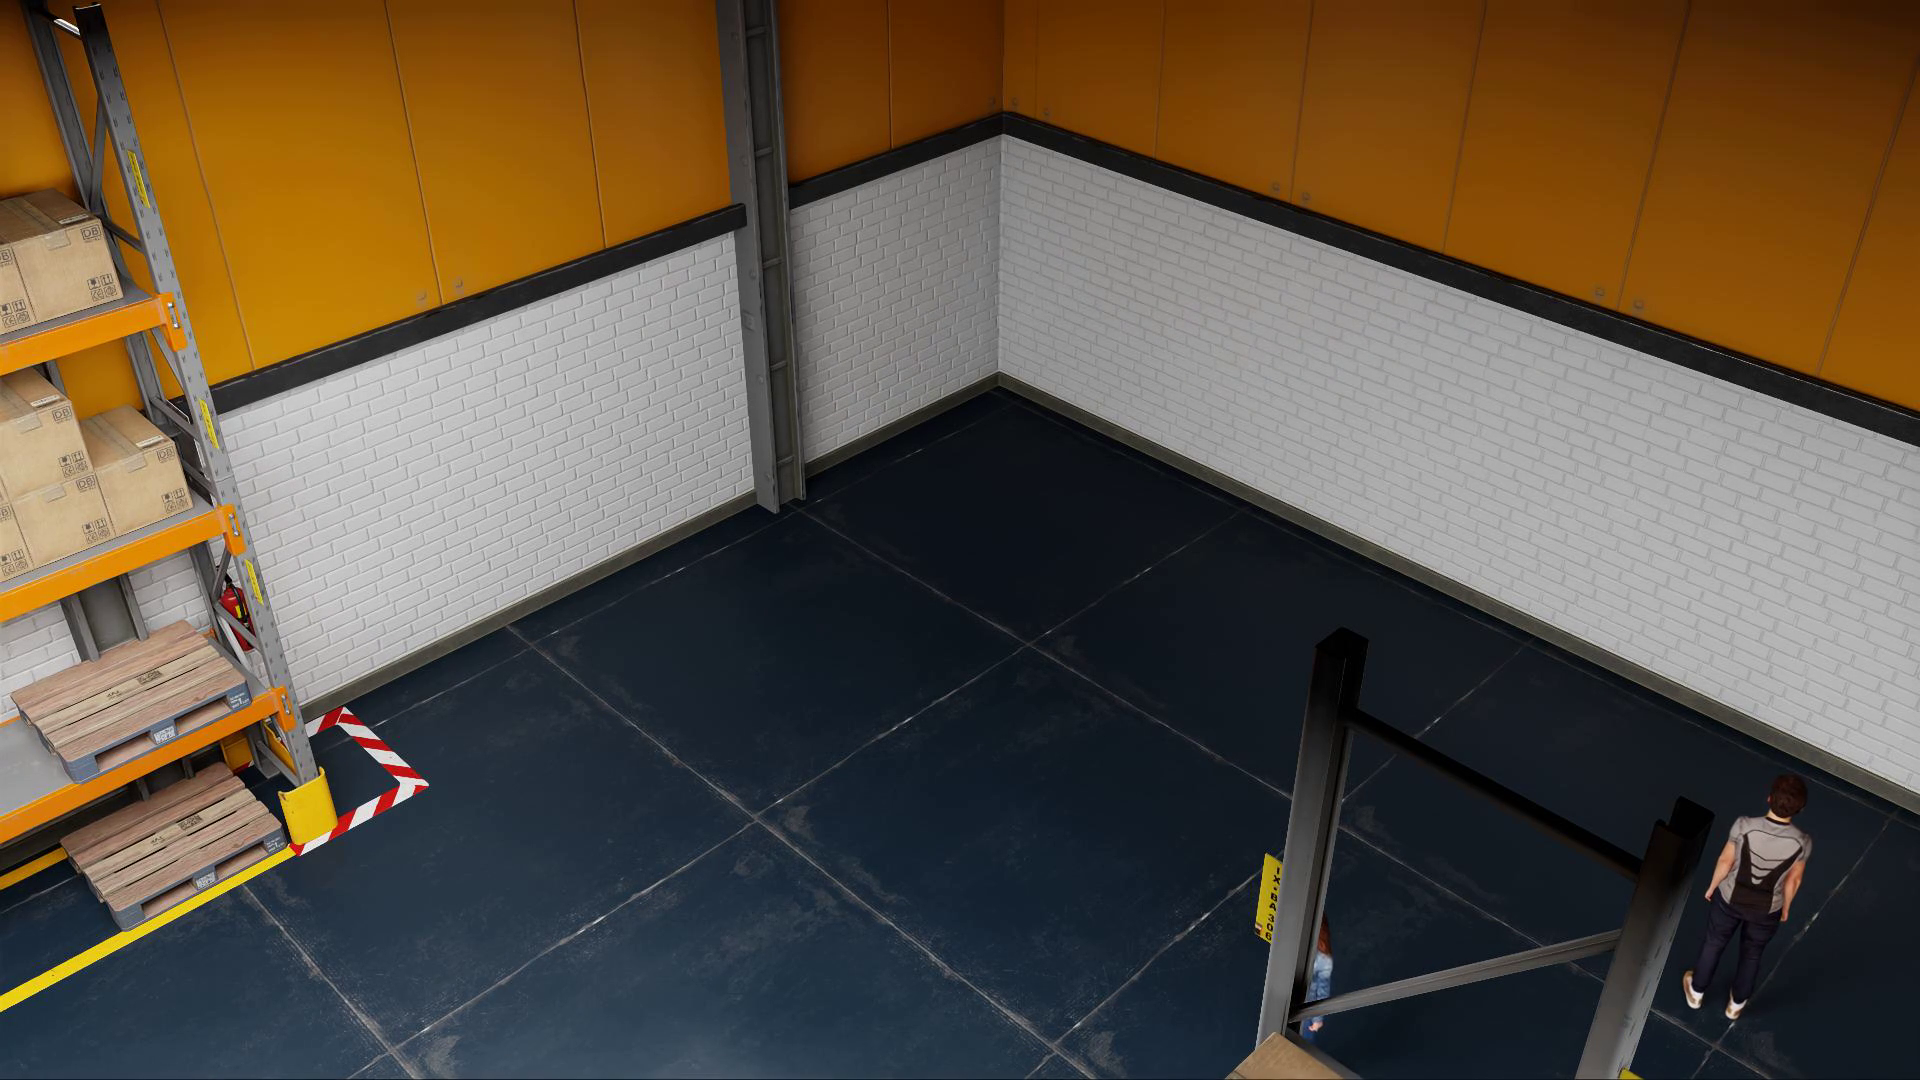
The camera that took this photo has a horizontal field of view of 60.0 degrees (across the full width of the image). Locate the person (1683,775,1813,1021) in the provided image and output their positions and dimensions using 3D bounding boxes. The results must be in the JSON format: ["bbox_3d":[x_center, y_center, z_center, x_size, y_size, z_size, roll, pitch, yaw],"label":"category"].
[{"bbox_3d":[4.948,2.239,10.410,0.703,1.890,0.668,13,36,19],"label":"person"}]
